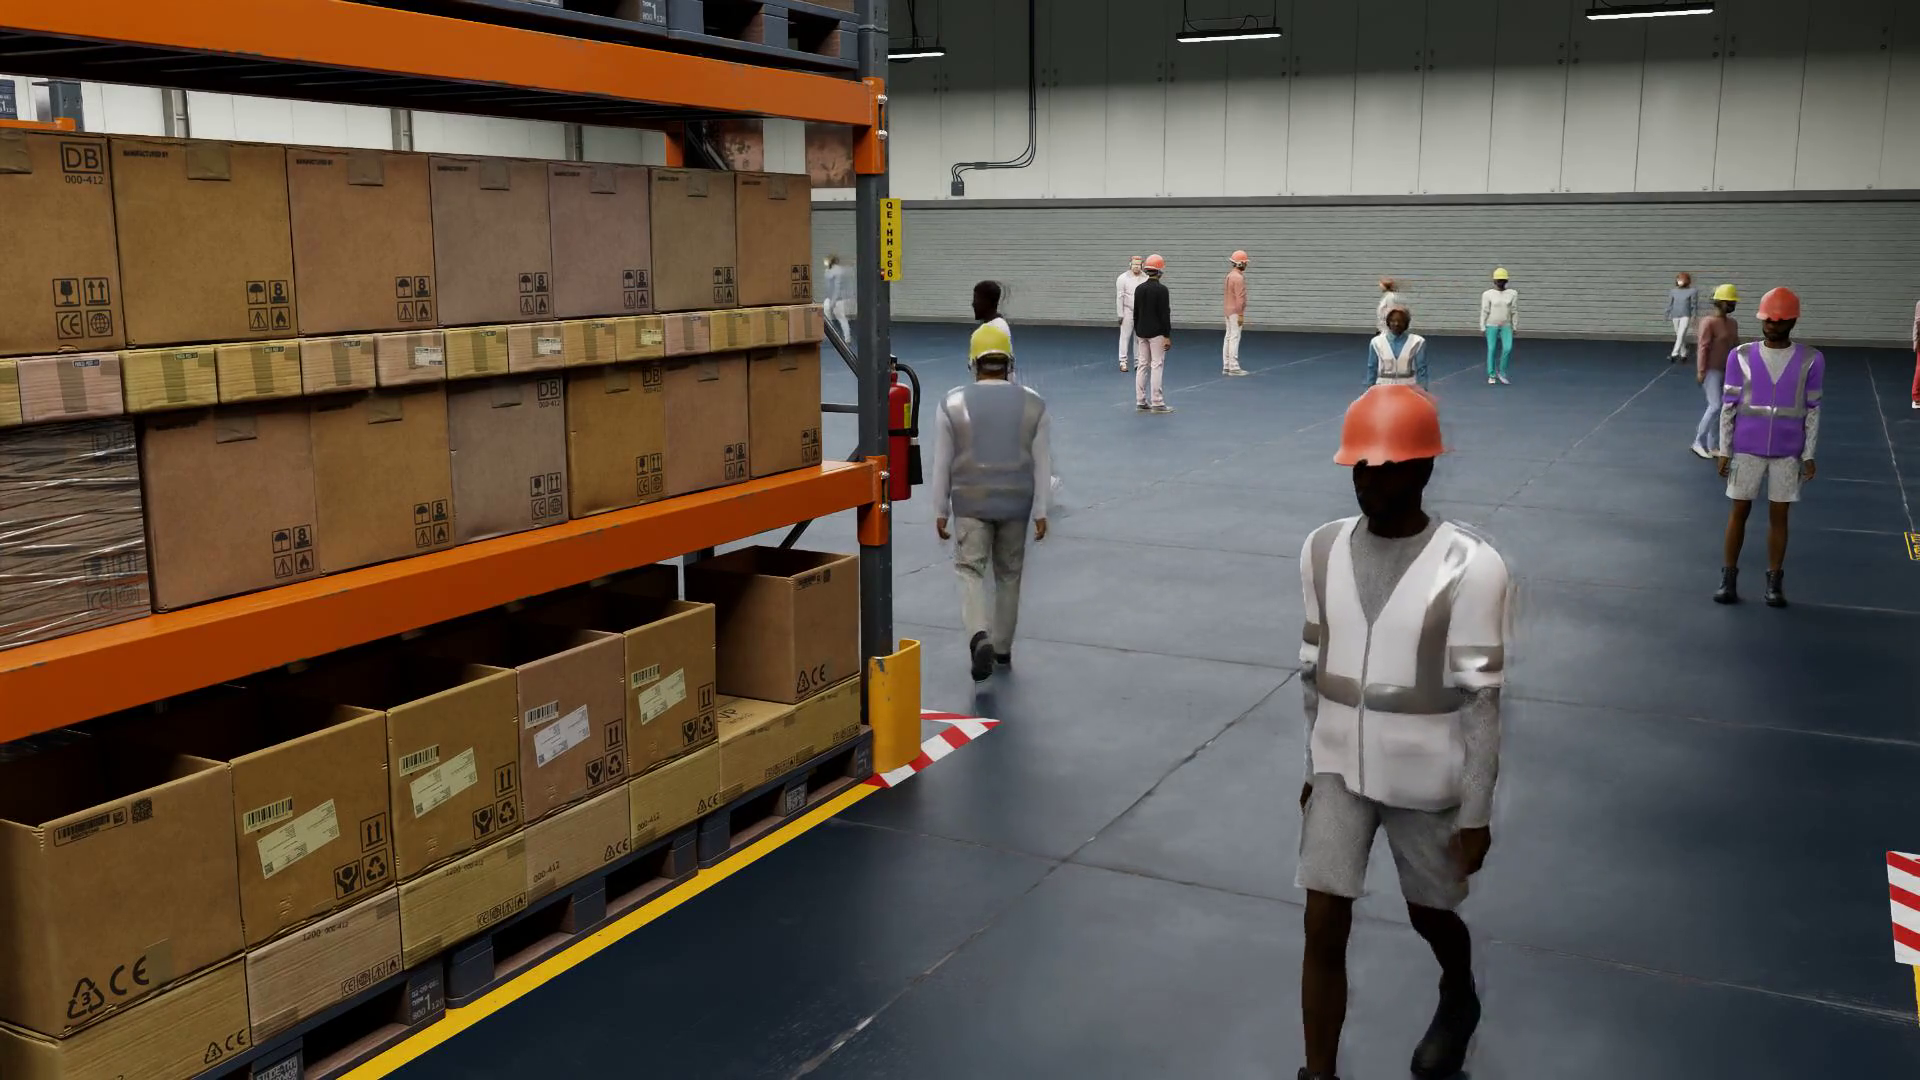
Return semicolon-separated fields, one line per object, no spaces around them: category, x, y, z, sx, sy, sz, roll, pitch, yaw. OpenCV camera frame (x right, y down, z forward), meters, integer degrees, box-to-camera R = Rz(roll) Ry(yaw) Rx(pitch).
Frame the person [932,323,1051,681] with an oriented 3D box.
person;0.168;-0.179;8.376;0.600;1.813;0.707;-1;10;-8

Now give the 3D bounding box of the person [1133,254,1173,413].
person;2.447;-2.602;21.051;0.372;1.996;0.620;-7;13;-35

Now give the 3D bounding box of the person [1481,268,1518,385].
person;8.103;-3.195;24.964;0.543;1.745;0.599;1;10;6

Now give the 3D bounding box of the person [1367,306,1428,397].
person;3.829;-1.228;14.604;0.524;1.618;0.657;3;11;15

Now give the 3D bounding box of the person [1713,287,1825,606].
person;4.887;-0.555;10.060;0.550;1.933;0.374;5;11;23

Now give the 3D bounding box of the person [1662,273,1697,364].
person;12.618;-3.892;29.195;0.868;1.579;0.518;-9;14;-39

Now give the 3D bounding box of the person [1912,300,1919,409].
person;12.579;-2.556;21.458;0.521;1.762;0.335;2;11;9

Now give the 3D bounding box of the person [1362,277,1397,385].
person;6.253;-3.102;24.785;0.648;1.613;0.547;1;10;6

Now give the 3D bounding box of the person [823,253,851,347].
person;-2.595;-4.749;33.036;1.022;1.884;0.655;-7;12;-33

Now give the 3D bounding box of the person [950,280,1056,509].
person;0.332;-1.183;13.634;0.895;1.891;0.600;-1;10;-3

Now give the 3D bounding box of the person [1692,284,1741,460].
person;7.633;-1.684;16.701;0.544;1.760;0.372;-7;13;-35

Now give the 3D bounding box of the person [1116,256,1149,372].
person;2.890;-3.726;27.444;0.640;1.904;0.401;-4;11;-21

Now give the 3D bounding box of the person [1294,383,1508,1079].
person;1.096;0.548;4.153;0.553;1.901;0.949;9;13;39

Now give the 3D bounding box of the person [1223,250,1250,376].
person;4.438;-3.642;26.729;0.394;1.994;0.612;-2;11;-9
